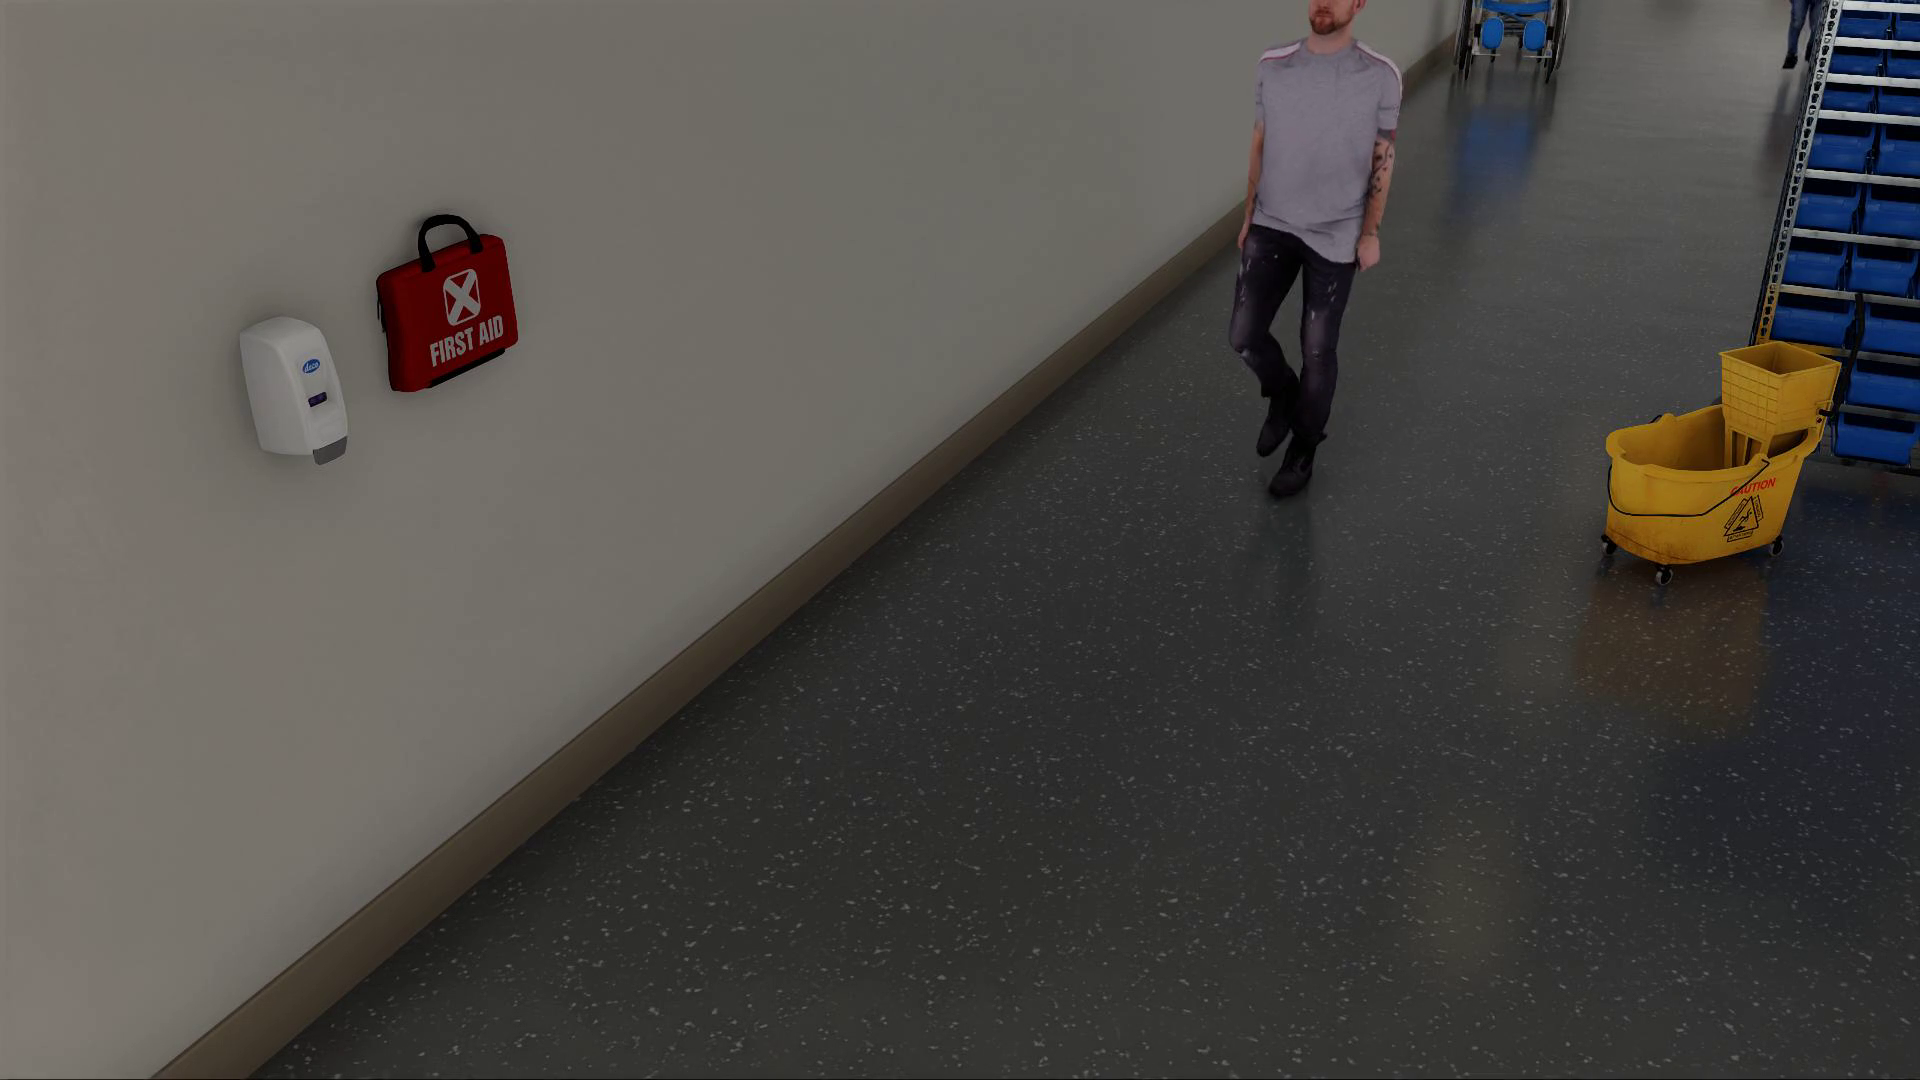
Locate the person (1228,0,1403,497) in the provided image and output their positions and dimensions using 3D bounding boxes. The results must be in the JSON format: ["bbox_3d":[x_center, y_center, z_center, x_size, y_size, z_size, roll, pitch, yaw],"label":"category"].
[{"bbox_3d":[1.252,-1.088,5.814,0.712,1.826,0.773,16,30,29],"label":"person"}]

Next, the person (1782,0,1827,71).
[{"bbox_3d":[6.926,-4.460,13.489,0.794,1.233,0.595,13,29,26],"label":"person"}]
